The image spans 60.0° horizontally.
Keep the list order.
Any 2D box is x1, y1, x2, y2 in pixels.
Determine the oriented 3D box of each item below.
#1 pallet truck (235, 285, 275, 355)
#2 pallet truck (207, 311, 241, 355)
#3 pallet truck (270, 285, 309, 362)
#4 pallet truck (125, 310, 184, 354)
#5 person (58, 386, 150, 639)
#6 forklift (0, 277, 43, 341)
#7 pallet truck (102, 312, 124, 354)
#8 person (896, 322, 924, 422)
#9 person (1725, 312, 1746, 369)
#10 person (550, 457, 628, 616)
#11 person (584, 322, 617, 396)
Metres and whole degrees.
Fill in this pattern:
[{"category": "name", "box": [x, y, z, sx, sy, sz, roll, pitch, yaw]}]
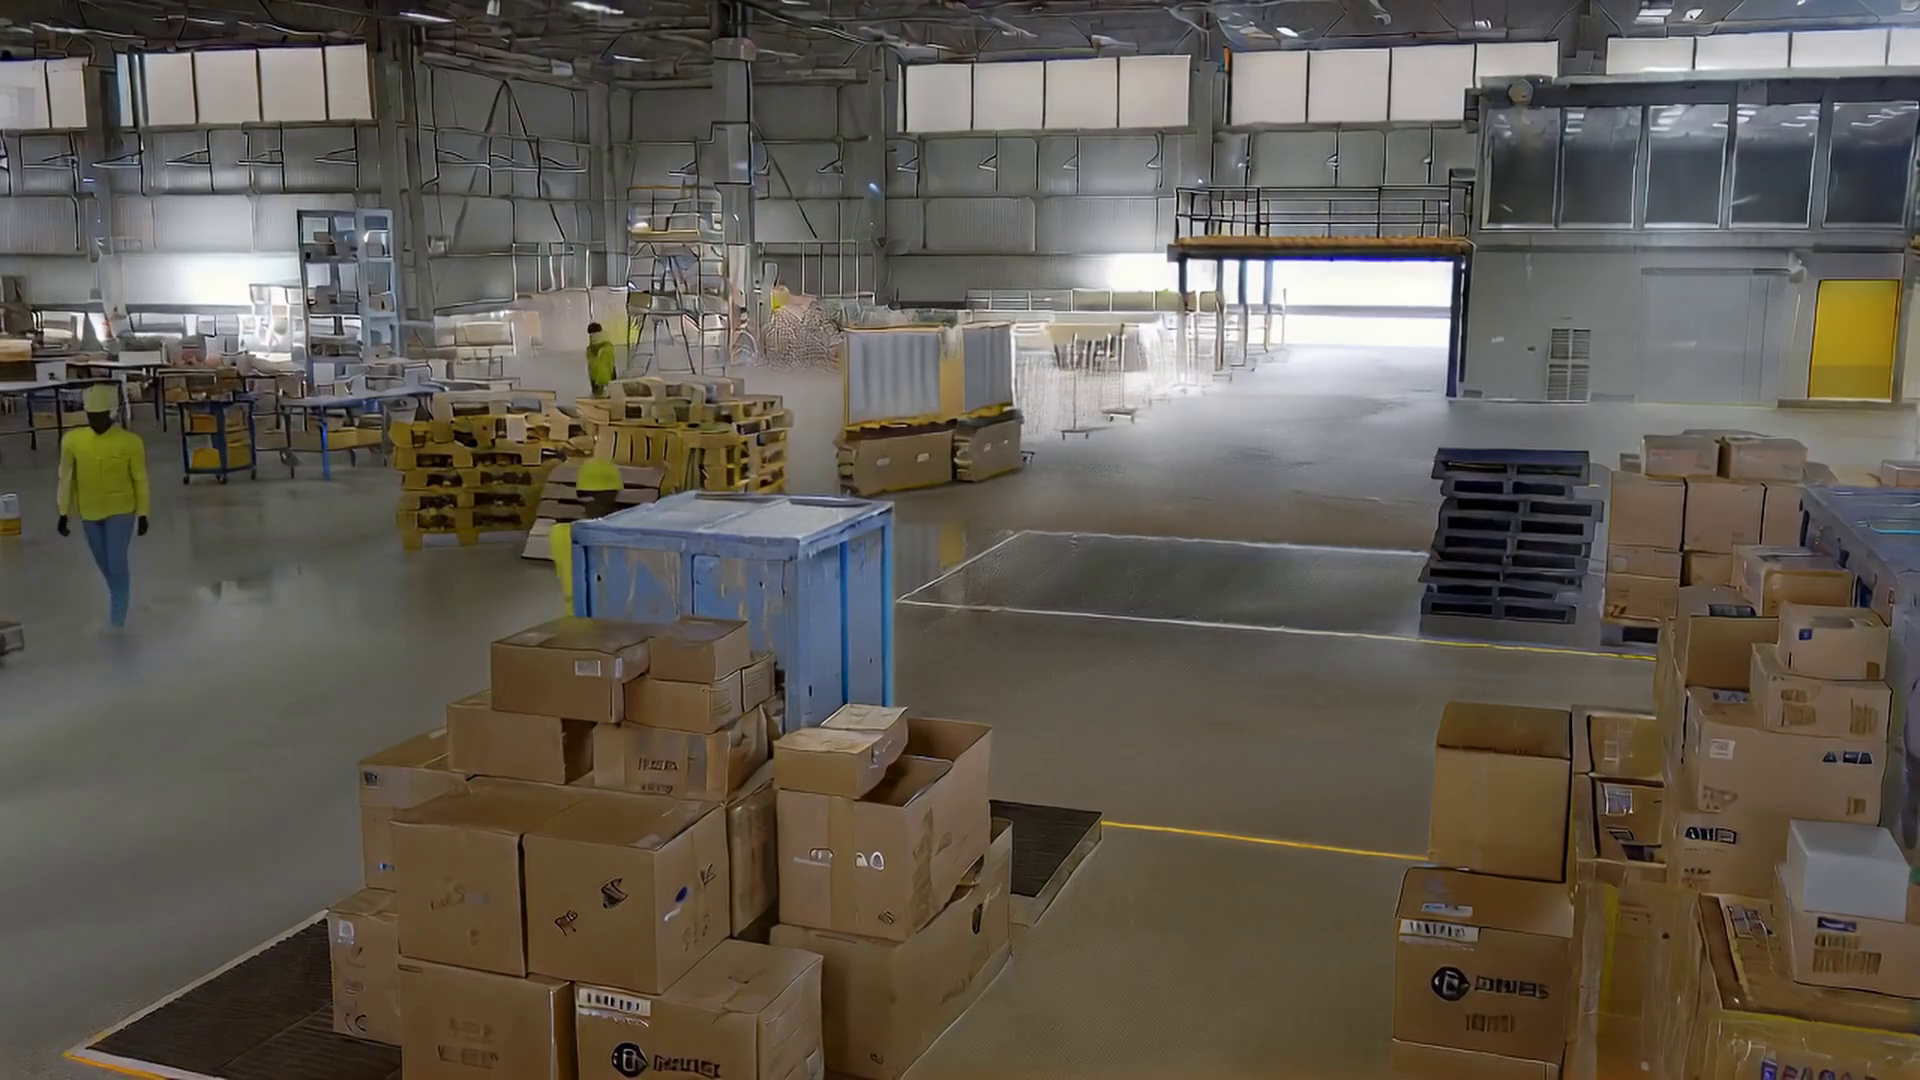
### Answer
[{"category": "pallet truck", "box": [-18.327, -5.835, 44.421, 0.823, 1.965, 1.885, 4, 11, 23]}, {"category": "pallet truck", "box": [-19.537, -5.575, 44.913, 0.653, 1.274, 1.630, 3, 11, 19]}, {"category": "pallet truck", "box": [-17.147, -5.700, 43.663, 0.823, 1.965, 1.885, 3, 11, 17]}, {"category": "pallet truck", "box": [-22.038, -5.665, 45.457, 0.704, 1.261, 1.522, 3, 11, 17]}, {"category": "person", "box": [-6.731, -0.257, 13.151, 0.620, 1.958, 0.981, -1, 10, -7]}, {"category": "forklift", "box": [-27.151, -6.329, 46.328, 1.157, 1.987, 2.680, 3, 11, 17]}, {"category": "pallet truck", "box": [-23.057, -5.777, 46.261, 0.680, 1.201, 1.601, 3, 11, 19]}, {"category": "person", "box": [-0.866, -2.852, 28.362, 0.483, 1.735, 0.311, 2, 10, 13]}, {"category": "person", "box": [18.248, -4.717, 39.155, 0.497, 1.626, 0.288, 7, 12, 33]}, {"category": "person", "box": [-1.879, 0.495, 9.035, 0.561, 1.903, 0.881, 4, 11, 23]}, {"category": "person", "box": [-5.431, -2.367, 25.252, 0.549, 1.885, 1.025, 2, 10, 11]}]
